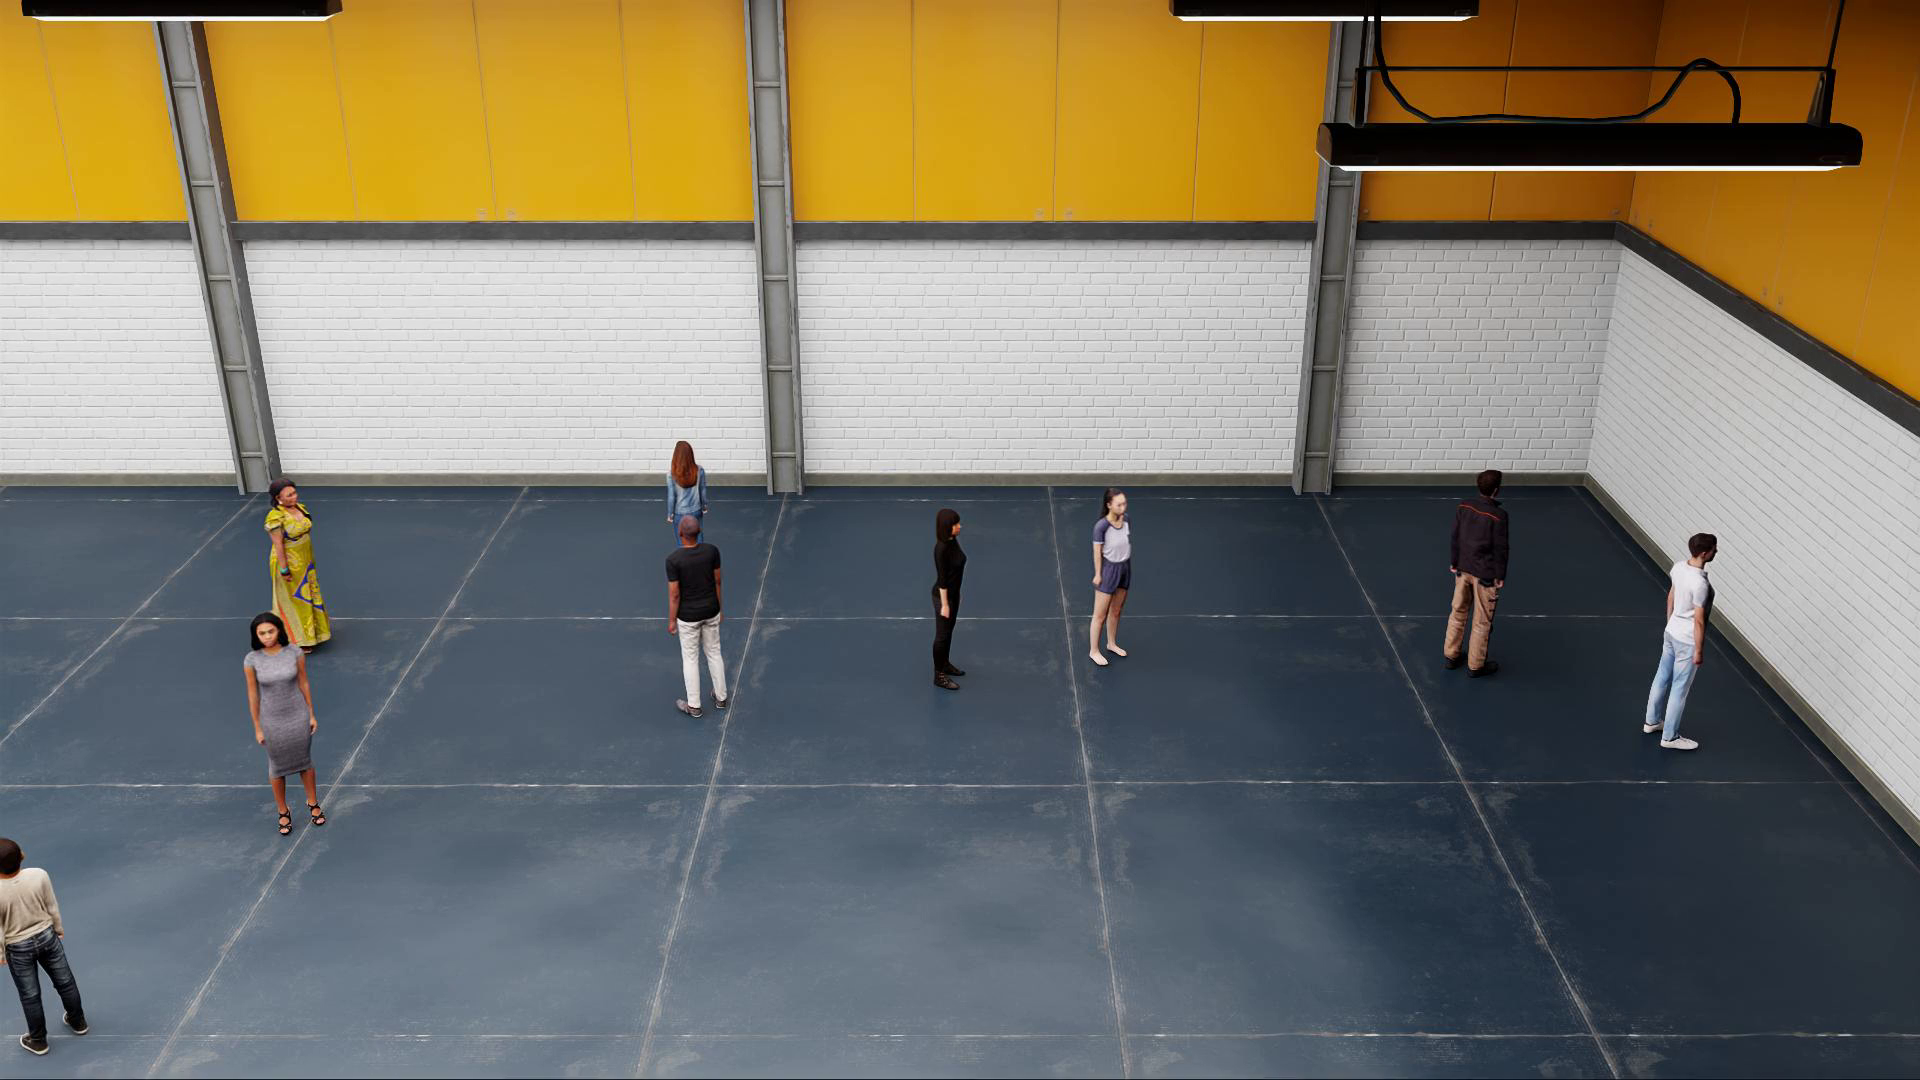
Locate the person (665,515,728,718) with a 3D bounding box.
[{"bbox_3d":[-2.210,0.631,13.995,0.728,1.805,0.823,-15,28,-30],"label":"person"}]

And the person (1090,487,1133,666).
[{"bbox_3d":[1.357,0.308,14.929,0.653,1.649,0.724,-20,31,-38],"label":"person"}]

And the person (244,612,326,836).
[{"bbox_3d":[-5.025,1.354,12.371,0.615,1.781,0.725,-13,27,-27],"label":"person"}]

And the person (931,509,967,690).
[{"bbox_3d":[-0.124,0.486,14.530,0.576,1.642,0.617,6,24,13],"label":"person"}]

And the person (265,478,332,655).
[{"bbox_3d":[-6.064,0.205,15.151,0.802,1.660,0.880,3,24,6],"label":"person"}]

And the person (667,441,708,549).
[{"bbox_3d":[-2.701,-0.289,16.509,0.594,1.477,0.700,-13,27,-27],"label":"person"}]

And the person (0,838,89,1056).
[{"bbox_3d":[-5.695,2.476,10.207,0.660,1.459,0.611,19,30,37],"label":"person"}]

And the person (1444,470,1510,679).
[{"bbox_3d":[4.560,0.279,14.650,0.836,1.925,0.793,-19,30,-37],"label":"person"}]

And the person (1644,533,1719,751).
[{"bbox_3d":[5.891,0.800,13.551,0.561,1.852,0.661,-2,24,-5],"label":"person"}]
